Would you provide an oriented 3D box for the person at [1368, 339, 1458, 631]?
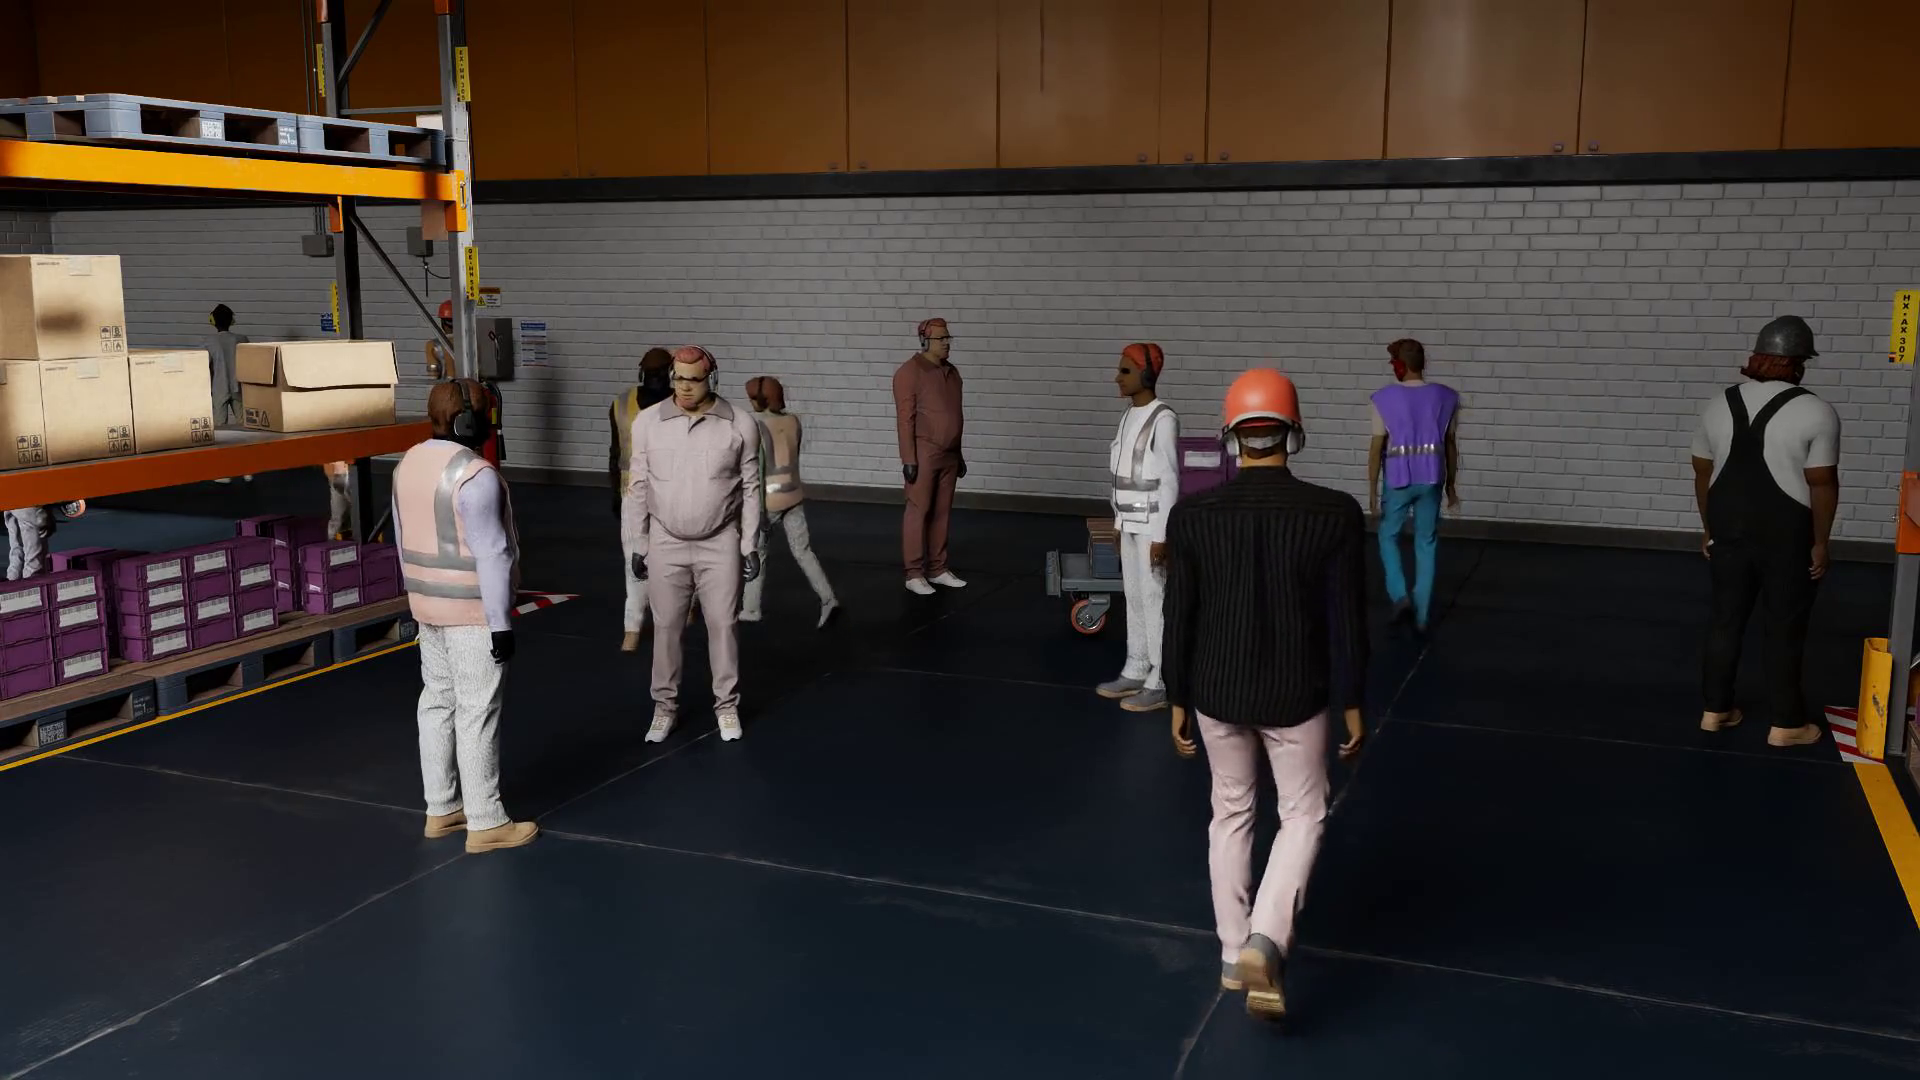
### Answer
[{"bbox_3d":[2.825,-0.333,10.333,0.623,1.822,0.456,0,9,-1],"label":"person"}]

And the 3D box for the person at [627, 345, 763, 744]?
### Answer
[{"bbox_3d":[-1.260,0.026,7.916,0.639,1.902,0.406,-1,9,-4],"label":"person"}]

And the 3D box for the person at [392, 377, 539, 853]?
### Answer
[{"bbox_3d":[-1.931,0.287,6.507,0.634,1.841,0.429,8,12,41],"label":"person"}]

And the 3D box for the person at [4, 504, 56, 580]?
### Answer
[{"bbox_3d":[-5.273,-0.208,9.418,0.514,1.873,0.329,7,12,38],"label":"person"}]

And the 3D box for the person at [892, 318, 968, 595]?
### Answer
[{"bbox_3d":[-0.173,-0.585,11.592,0.407,1.910,0.639,7,12,37],"label":"person"}]

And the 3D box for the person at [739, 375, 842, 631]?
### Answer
[{"bbox_3d":[-1.104,-0.232,10.370,0.830,1.598,0.515,8,12,39],"label":"person"}]

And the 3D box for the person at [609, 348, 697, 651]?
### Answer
[{"bbox_3d":[-1.820,-0.282,10.138,0.641,1.789,0.957,0,9,1],"label":"person"}]

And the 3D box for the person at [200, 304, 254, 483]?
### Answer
[{"bbox_3d":[-7.663,-1.525,17.413,0.507,1.868,0.329,-8,12,-39],"label":"person"}]

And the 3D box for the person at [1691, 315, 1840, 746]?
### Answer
[{"bbox_3d":[3.888,-0.055,7.978,0.536,2.000,0.684,-6,11,-33],"label":"person"}]

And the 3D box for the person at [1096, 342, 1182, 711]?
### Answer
[{"bbox_3d":[0.938,-0.070,8.541,0.347,1.883,0.579,-3,10,-16],"label":"person"}]

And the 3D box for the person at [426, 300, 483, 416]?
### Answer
[{"bbox_3d":[-4.865,-1.332,16.021,0.542,1.939,0.361,-7,11,-35],"label":"person"}]

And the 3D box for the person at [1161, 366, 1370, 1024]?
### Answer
[{"bbox_3d":[0.895,0.472,4.989,0.628,1.971,0.677,4,10,21],"label":"person"}]

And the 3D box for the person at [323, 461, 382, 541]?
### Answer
[{"bbox_3d":[-4.262,-0.477,11.795,0.606,1.615,0.553,-3,10,-18],"label":"person"}]
